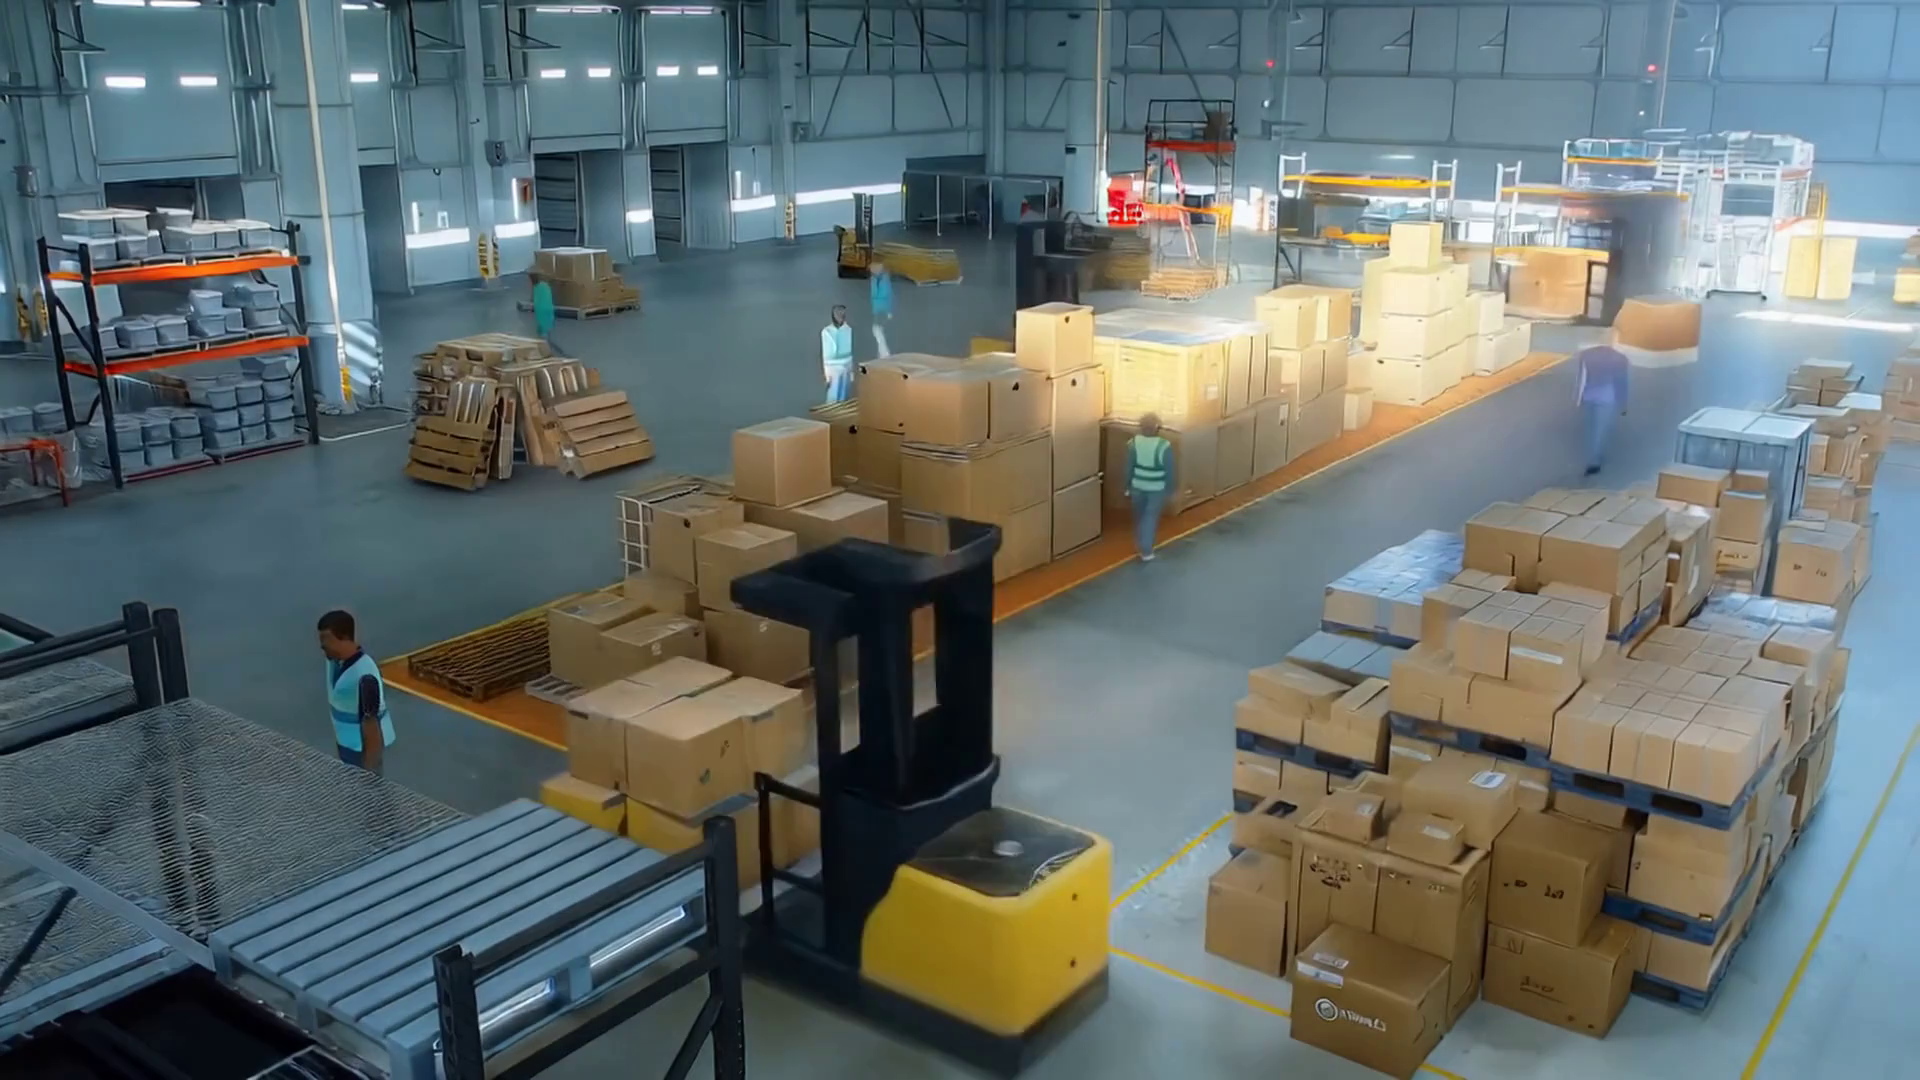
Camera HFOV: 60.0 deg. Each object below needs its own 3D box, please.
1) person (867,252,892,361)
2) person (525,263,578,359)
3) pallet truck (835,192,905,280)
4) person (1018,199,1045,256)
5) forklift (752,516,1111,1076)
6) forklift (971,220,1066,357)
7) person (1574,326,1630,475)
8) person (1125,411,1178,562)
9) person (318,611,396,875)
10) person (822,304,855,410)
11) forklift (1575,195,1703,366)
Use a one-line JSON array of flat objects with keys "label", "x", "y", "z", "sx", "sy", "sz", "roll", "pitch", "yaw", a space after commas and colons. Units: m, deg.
[{"label": "person", "x": -1.416, "y": -3.992, "z": 28.631, "sx": 0.569, "sy": 1.914, "sz": 0.566, "roll": -10, "pitch": 19, "yaw": -30}, {"label": "person", "x": -6.768, "y": -3.611, "z": 27.388, "sx": 0.701, "sy": 1.910, "sz": 0.577, "roll": 1, "pitch": 17, "yaw": 3}, {"label": "pallet truck", "x": -1.936, "y": -7.159, "z": 38.982, "sx": 1.885, "sy": 1.965, "sz": 0.823, "roll": -12, "pitch": 21, "yaw": -34}, {"label": "person", "x": 1.647, "y": -6.868, "z": 38.171, "sx": 0.629, "sy": 1.921, "sz": 0.660, "roll": 1, "pitch": 17, "yaw": 3}, {"label": "forklift", "x": -0.154, "y": 1.317, "z": 9.414, "sx": 1.873, "sy": 2.768, "sz": 1.129, "roll": 12, "pitch": 21, "yaw": 35}, {"label": "forklift", "x": 1.164, "y": -3.338, "z": 24.826, "sx": 1.873, "sy": 2.768, "sz": 1.129, "roll": 12, "pitch": 21, "yaw": 35}, {"label": "person", "x": 8.314, "y": -1.814, "z": 21.428, "sx": 0.772, "sy": 1.910, "sz": 0.654, "roll": -15, "pitch": 22, "yaw": -41}, {"label": "person", "x": 2.064, "y": -0.575, "z": 17.825, "sx": 0.520, "sy": 1.623, "sz": 0.507, "roll": 12, "pitch": 20, "yaw": 34}, {"label": "person", "x": -3.947, "y": 1.358, "z": 10.941, "sx": 0.409, "sy": 1.909, "sz": 0.592, "roll": -14, "pitch": 22, "yaw": -39}, {"label": "person", "x": -1.691, "y": -2.366, "z": 23.310, "sx": 0.360, "sy": 1.882, "sz": 0.575, "roll": 12, "pitch": 21, "yaw": 35}, {"label": "forklift", "x": 11.911, "y": -4.557, "z": 28.864, "sx": 1.129, "sy": 2.768, "sz": 1.873, "roll": -6, "pitch": 18, "yaw": -19}]
